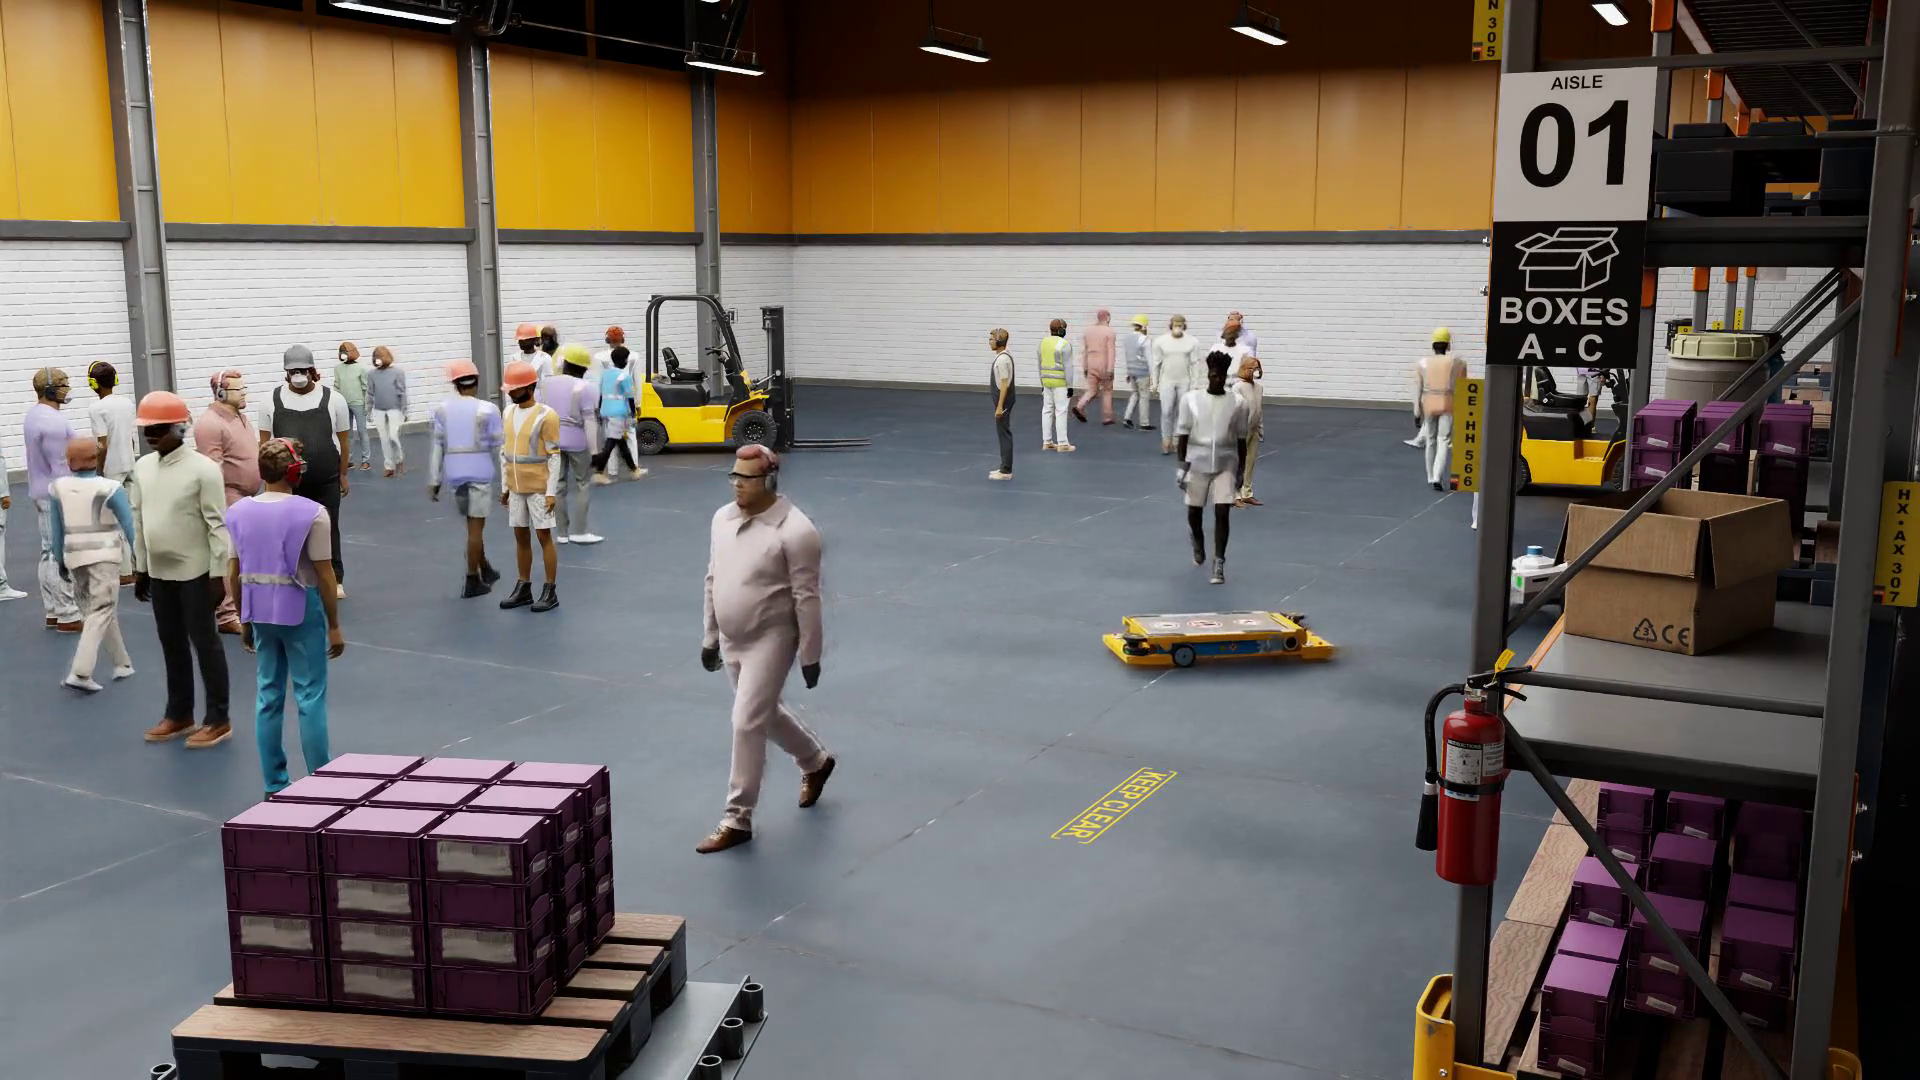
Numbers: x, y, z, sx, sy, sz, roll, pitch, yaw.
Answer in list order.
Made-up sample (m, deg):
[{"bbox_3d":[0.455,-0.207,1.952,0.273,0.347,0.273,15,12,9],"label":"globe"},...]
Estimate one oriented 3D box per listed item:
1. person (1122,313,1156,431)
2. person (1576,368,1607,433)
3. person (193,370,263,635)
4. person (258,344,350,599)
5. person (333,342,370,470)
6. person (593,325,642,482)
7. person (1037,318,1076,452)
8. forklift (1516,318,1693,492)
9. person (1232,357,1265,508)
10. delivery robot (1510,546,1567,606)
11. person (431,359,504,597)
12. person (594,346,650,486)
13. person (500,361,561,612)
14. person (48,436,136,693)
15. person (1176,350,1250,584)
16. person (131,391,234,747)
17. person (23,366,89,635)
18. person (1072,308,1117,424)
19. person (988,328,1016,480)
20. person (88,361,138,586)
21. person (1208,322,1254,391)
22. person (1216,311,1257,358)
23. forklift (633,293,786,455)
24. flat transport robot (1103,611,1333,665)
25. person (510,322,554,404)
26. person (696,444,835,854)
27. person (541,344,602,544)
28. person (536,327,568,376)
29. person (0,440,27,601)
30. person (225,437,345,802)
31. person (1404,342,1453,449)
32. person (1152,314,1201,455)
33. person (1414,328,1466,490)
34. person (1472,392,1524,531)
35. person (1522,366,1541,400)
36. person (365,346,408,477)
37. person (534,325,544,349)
[{"bbox_3d":[2.791,-2.572,25.590,0.456,1.825,0.618,-6,11,-29],"label":"person"},{"bbox_3d":[9.244,-2.463,24.330,0.372,2.044,0.607,-4,10,-20],"label":"person"},{"bbox_3d":[-5.258,-0.280,12.082,0.404,1.911,0.636,0,10,-3],"label":"person"},{"bbox_3d":[-5.152,-0.524,13.111,0.681,2.000,0.538,-3,10,-19],"label":"person"},{"bbox_3d":[-7.696,-1.695,21.063,0.507,1.631,0.266,2,10,13],"label":"person"},{"bbox_3d":[-4.107,-1.632,19.973,0.584,1.882,0.337,-5,11,-27],"label":"person"},{"bbox_3d":[1.356,-2.148,23.086,0.429,1.844,0.626,-9,13,-41],"label":"person"},{"bbox_3d":[7.066,-1.601,18.899,2.313,2.155,1.214,5,11,27],"label":"forklift"},{"bbox_3d":[3.117,-1.166,18.005,0.498,1.633,0.285,-10,14,-44],"label":"person"},{"bbox_3d":[4.287,0.288,12.434,0.707,0.478,0.477,-6,12,-31],"label":"delivery robot"},{"bbox_3d":[-3.914,-0.519,13.521,0.619,1.883,0.870,2,10,11],"label":"person"},{"bbox_3d":[-4.054,-1.474,19.746,0.537,1.631,0.867,10,14,44],"label":"person"},{"bbox_3d":[-3.319,-0.408,12.763,0.543,1.928,0.374,5,11,27],"label":"person"},{"bbox_3d":[-5.477,0.160,10.501,0.556,1.622,0.736,2,10,13],"label":"person"},{"bbox_3d":[2.129,-0.641,14.047,0.616,1.946,0.774,1,10,7],"label":"person"},{"bbox_3d":[-4.364,0.160,9.283,0.622,1.991,0.397,4,11,22],"label":"person"},{"bbox_3d":[-6.506,-0.283,12.010,0.370,1.940,0.630,-9,13,-41],"label":"person"},{"bbox_3d":[2.178,-2.759,26.541,0.672,1.877,0.749,9,14,44],"label":"person"},{"bbox_3d":[0.503,-1.642,20.144,0.339,1.845,0.507,1,10,7],"label":"person"},{"bbox_3d":[-6.988,-0.540,13.720,0.334,1.864,0.521,1,10,7],"label":"person"},{"bbox_3d":[3.573,-1.954,21.989,0.591,1.832,0.980,2,10,9],"label":"person"},{"bbox_3d":[3.993,-2.391,24.301,0.640,1.910,0.407,5,11,26],"label":"person"},{"bbox_3d":[-3.588,-2.317,23.042,2.313,2.155,1.214,-1,10,-5],"label":"forklift"},{"bbox_3d":[1.749,0.661,11.369,1.431,0.197,0.652,-2,10,-9],"label":"flat transport robot"},{"bbox_3d":[-5.048,-1.588,19.573,0.551,1.933,0.368,2,10,11],"label":"person"},{"bbox_3d":[-0.915,0.463,7.887,0.645,1.876,0.931,9,13,42],"label":"person"},{"bbox_3d":[-3.678,-0.881,15.611,0.656,1.898,0.364,4,10,21],"label":"person"},{"bbox_3d":[-5.354,-1.893,21.786,0.630,1.780,0.972,2,10,12],"label":"person"},{"bbox_3d":[-7.725,-0.386,13.180,0.490,1.740,0.322,4,10,20],"label":"person"},{"bbox_3d":[-3.334,0.416,8.228,0.564,1.847,0.396,2,10,14],"label":"person"},{"bbox_3d":[6.688,-2.061,23.305,0.871,1.588,0.536,1,10,5],"label":"person"},{"bbox_3d":[2.947,-2.098,22.605,0.650,1.906,0.822,1,10,4],"label":"person"},{"bbox_3d":[5.600,-1.538,19.464,0.593,1.882,1.005,5,11,25],"label":"person"},{"bbox_3d":[5.280,-0.958,16.407,0.525,1.772,0.305,5,11,25],"label":"person"},{"bbox_3d":[7.289,-1.832,21.293,0.404,1.828,0.597,-1,10,-8],"label":"person"},{"bbox_3d":[-7.024,-1.563,20.347,0.520,1.617,0.351,2,10,9],"label":"person"},{"bbox_3d":[-5.686,-2.032,22.633,0.530,1.768,0.312,4,11,21],"label":"person"}]
